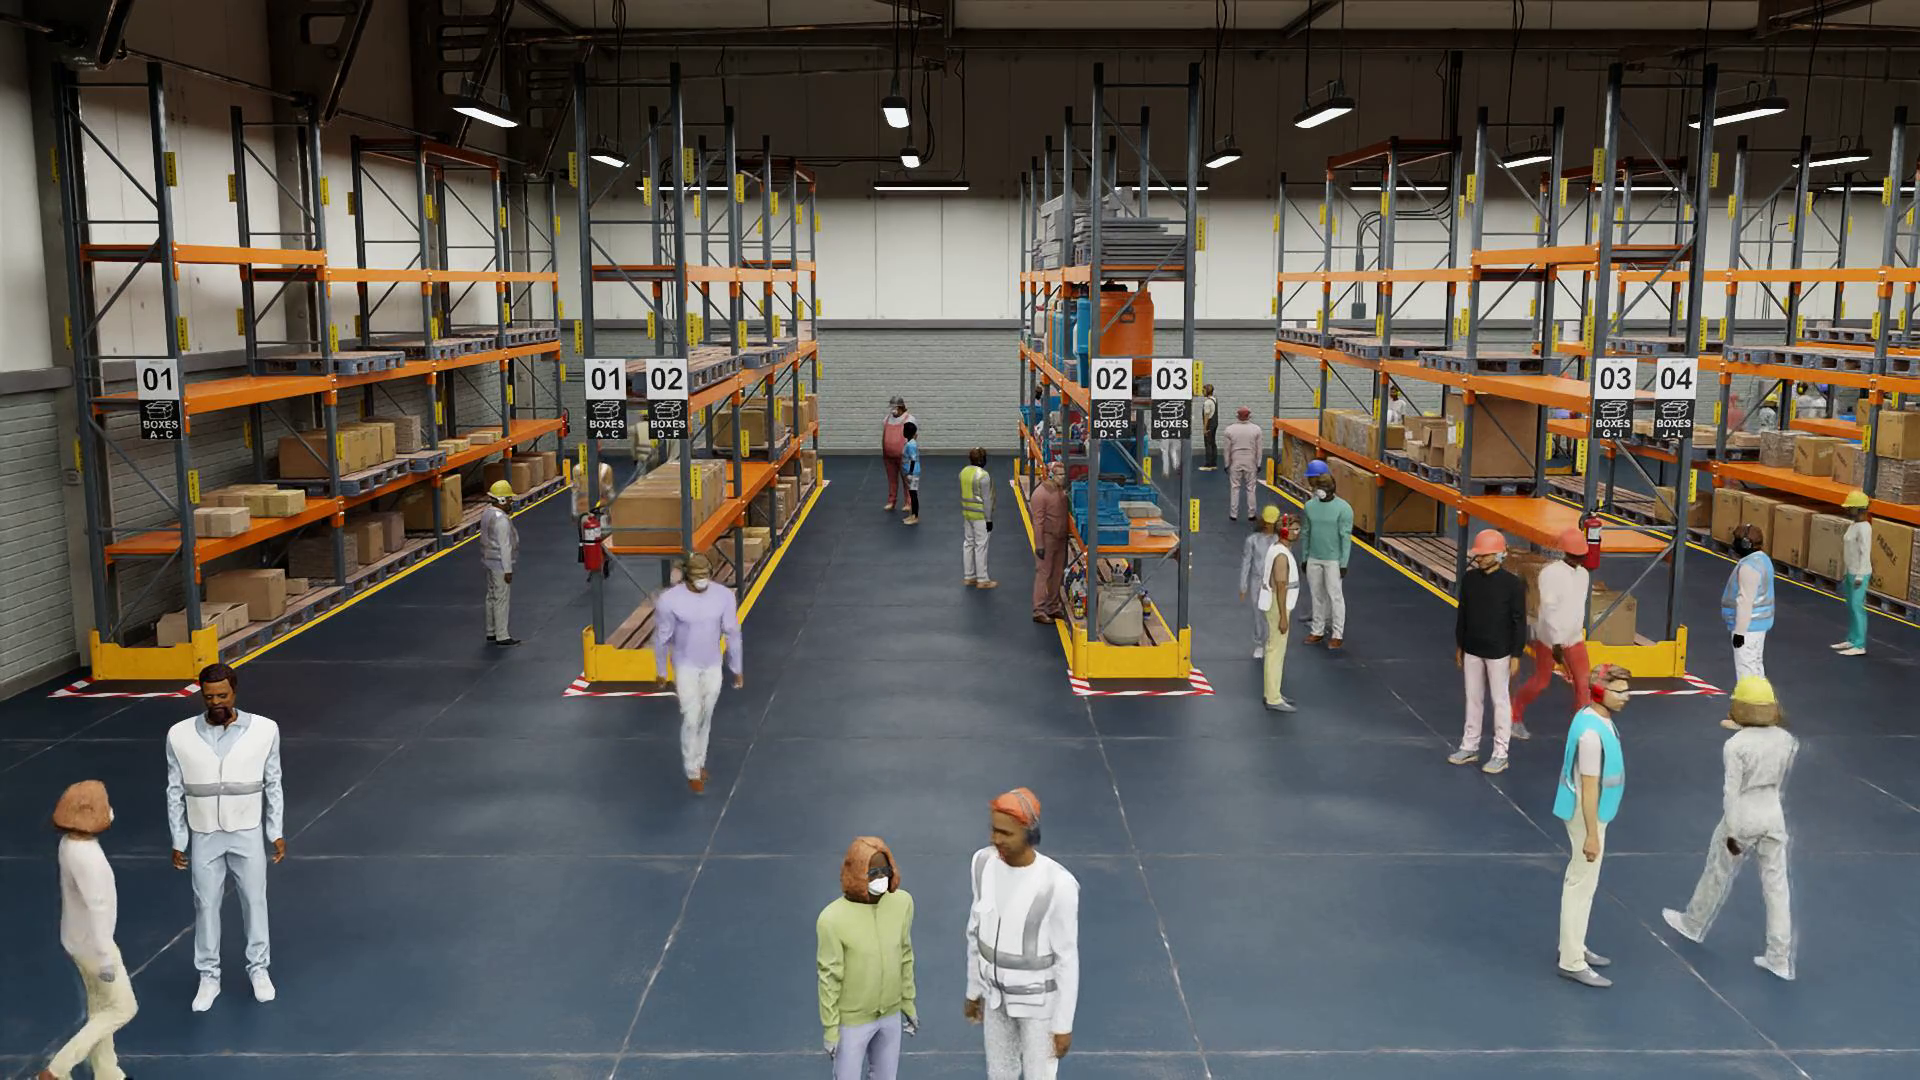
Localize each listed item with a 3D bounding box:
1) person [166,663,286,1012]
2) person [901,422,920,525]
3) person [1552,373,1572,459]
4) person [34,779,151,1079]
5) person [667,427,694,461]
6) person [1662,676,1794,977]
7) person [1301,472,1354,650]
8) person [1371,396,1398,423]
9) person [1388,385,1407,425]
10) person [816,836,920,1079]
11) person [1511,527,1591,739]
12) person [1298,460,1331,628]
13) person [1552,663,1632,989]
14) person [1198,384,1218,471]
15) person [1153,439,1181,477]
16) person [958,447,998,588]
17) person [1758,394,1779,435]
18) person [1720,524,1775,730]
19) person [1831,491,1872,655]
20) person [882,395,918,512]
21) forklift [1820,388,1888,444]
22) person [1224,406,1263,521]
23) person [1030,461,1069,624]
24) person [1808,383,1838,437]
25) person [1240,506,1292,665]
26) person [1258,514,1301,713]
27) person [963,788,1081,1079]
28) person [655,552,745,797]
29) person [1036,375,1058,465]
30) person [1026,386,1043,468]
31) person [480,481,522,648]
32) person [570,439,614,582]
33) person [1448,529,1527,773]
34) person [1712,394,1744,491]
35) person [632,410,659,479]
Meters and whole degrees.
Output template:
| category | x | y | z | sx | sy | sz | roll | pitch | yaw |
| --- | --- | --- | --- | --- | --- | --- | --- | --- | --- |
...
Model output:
| category | x | y | z | sx | sy | sz | roll | pitch | yaw |
| --- | --- | --- | --- | --- | --- | --- | --- | --- | --- |
| person | -4.036 | 1.611 | 9.172 | 0.587 | 1.920 | 0.391 | -3 | 9 | -21 |
| person | -0.809 | -1.090 | 27.255 | 0.321 | 1.697 | 0.529 | -1 | 9 | -3 |
| person | 13.595 | -2.793 | 37.438 | 0.552 | 1.938 | 0.357 | 2 | 9 | 11 |
| person | -4.175 | 1.943 | 7.961 | 0.434 | 1.621 | 0.514 | -6 | 11 | -36 |
| person | -4.621 | -1.227 | 27.179 | 0.611 | 1.996 | 0.379 | -8 | 12 | -42 |
| person | 4.587 | 1.629 | 9.755 | 0.484 | 1.707 | 0.843 | -2 | 9 | -13 |
| person | 3.979 | 0.219 | 18.092 | 0.362 | 1.932 | 0.631 | -8 | 12 | -40 |
| person | 7.884 | -1.800 | 31.092 | 0.546 | 1.928 | 0.390 | 1 | 9 | 5 |
| person | 8.984 | -2.271 | 34.356 | 0.328 | 1.860 | 0.513 | -7 | 11 | -39 |
| person | -0.389 | 2.065 | 7.168 | 0.500 | 1.633 | 0.281 | -7 | 12 | -40 |
| person | 5.109 | 0.825 | 14.216 | 0.592 | 1.941 | 0.996 | -4 | 10 | -26 |
| person | 4.134 | 0.041 | 19.207 | 0.402 | 1.940 | 0.619 | 0 | 9 | 3 |
| person | 3.587 | 1.598 | 9.498 | 0.381 | 1.841 | 0.566 | 4 | 10 | 22 |
| person | 5.253 | -2.367 | 35.033 | 0.348 | 1.839 | 0.504 | 5 | 10 | 31 |
| person | 4.236 | -2.183 | 33.868 | 0.629 | 1.829 | 0.450 | -3 | 9 | -19 |
| person | 0.247 | -0.295 | 21.670 | 0.429 | 1.846 | 0.630 | -6 | 11 | -33 |
| person | 16.313 | -2.090 | 33.584 | 0.320 | 1.731 | 0.489 | 0 | 9 | -3 |
| person | 7.023 | 0.773 | 14.859 | 0.432 | 1.837 | 0.631 | 6 | 11 | 35 |
| person | 9.546 | 0.351 | 17.773 | 0.330 | 1.765 | 0.533 | 2 | 9 | 16 |
| person | -1.089 | -1.514 | 28.885 | 0.684 | 2.000 | 0.535 | 5 | 10 | 28 |
| forklift | 20.072 | -3.110 | 36.462 | 1.873 | 2.768 | 1.129 | 0 | 9 | 0 |
| person | 4.725 | -1.272 | 27.751 | 0.636 | 1.911 | 0.404 | 2 | 9 | 11 |
| person | 1.087 | 0.025 | 19.453 | 0.399 | 1.900 | 0.648 | 6 | 11 | 34 |
| person | 17.725 | -2.281 | 34.170 | 0.624 | 1.929 | 0.518 | -1 | 9 | -6 |
| person | 3.173 | 0.470 | 17.281 | 0.513 | 1.682 | 0.954 | 2 | 9 | 10 |
| person | 2.972 | 0.665 | 15.486 | 0.396 | 1.847 | 0.565 | 1 | 9 | 8 |
| person | 0.259 | 1.959 | 7.075 | 0.343 | 1.878 | 0.583 | -9 | 12 | -44 |
| person | -2.014 | 1.029 | 12.996 | 0.634 | 1.897 | 0.833 | -5 | 10 | -30 |
| person | 1.861 | -2.613 | 36.097 | 0.612 | 1.997 | 0.375 | 3 | 9 | 16 |
| person | 1.564 | -2.266 | 34.376 | 0.430 | 1.839 | 0.619 | 0 | 9 | -3 |
| person | -5.023 | 0.259 | 18.199 | 0.404 | 1.823 | 0.589 | -6 | 11 | -33 |
| person | -4.879 | -0.390 | 22.058 | 0.548 | 1.923 | 0.408 | 1 | 9 | 5 |
| person | 4.289 | 0.894 | 13.545 | 0.400 | 1.989 | 0.623 | -7 | 11 | -36 |
| person | 14.594 | -1.827 | 31.476 | 0.680 | 1.861 | 0.528 | -7 | 11 | -36 |
| person | -5.500 | -1.487 | 29.515 | 0.631 | 1.780 | 0.908 | 1 | 9 | 8 |
